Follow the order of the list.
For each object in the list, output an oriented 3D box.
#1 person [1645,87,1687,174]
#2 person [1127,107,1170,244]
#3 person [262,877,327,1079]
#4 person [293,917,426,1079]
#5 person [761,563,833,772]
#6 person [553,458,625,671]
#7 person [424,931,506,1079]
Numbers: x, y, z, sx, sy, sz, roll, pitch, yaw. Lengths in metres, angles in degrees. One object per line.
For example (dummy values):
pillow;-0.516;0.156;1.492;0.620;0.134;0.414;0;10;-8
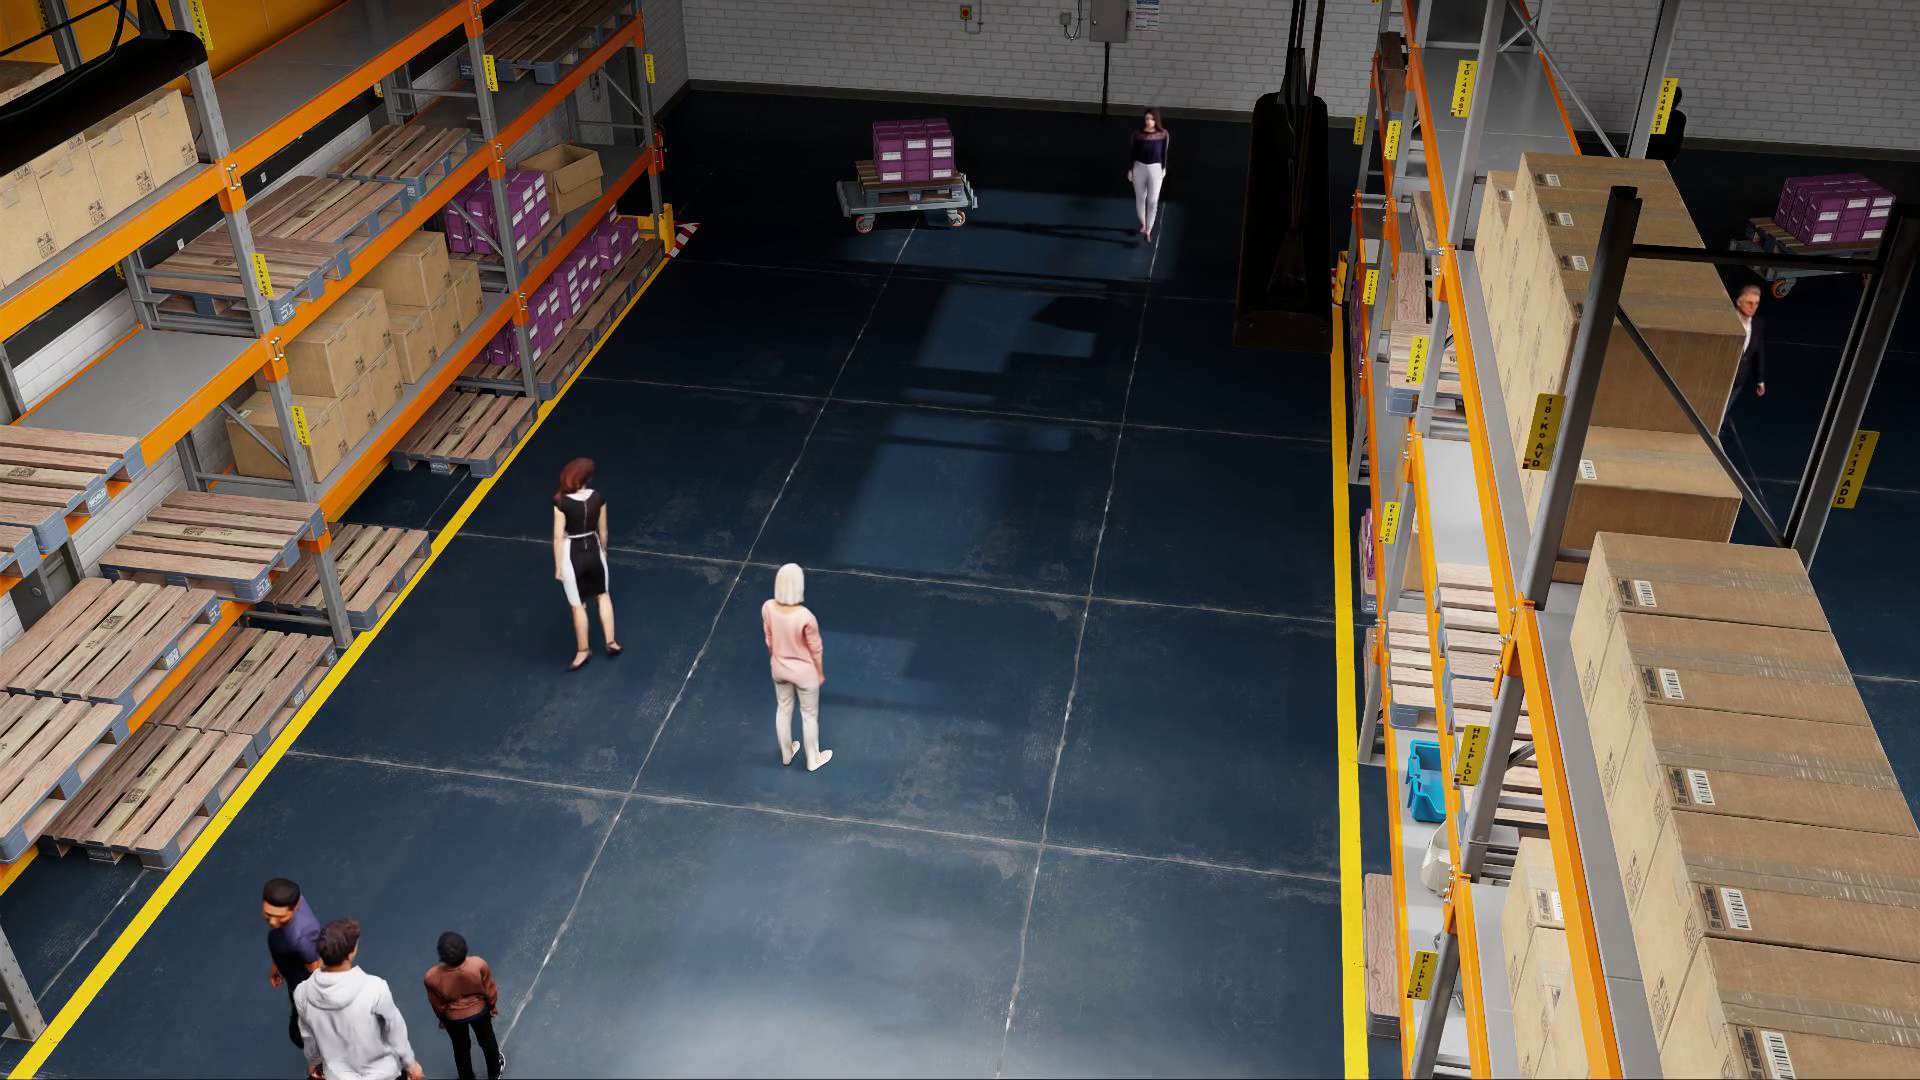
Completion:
person;8.558;-4.718;20.325;0.611;1.674;0.552;9;35;13
person;2.248;-4.406;19.962;0.611;1.558;0.842;7;34;11
person;-3.627;2.492;9.420;0.870;1.740;0.805;-16;37;-22
person;-3.147;2.855;8.750;0.943;1.877;1.189;-5;34;-7
person;-1.175;0.906;11.819;0.653;1.724;0.605;15;36;21
person;-2.938;0.225;12.801;0.807;1.771;0.732;25;41;32
person;-2.841;2.701;9.545;0.601;1.254;0.628;-12;35;-17
